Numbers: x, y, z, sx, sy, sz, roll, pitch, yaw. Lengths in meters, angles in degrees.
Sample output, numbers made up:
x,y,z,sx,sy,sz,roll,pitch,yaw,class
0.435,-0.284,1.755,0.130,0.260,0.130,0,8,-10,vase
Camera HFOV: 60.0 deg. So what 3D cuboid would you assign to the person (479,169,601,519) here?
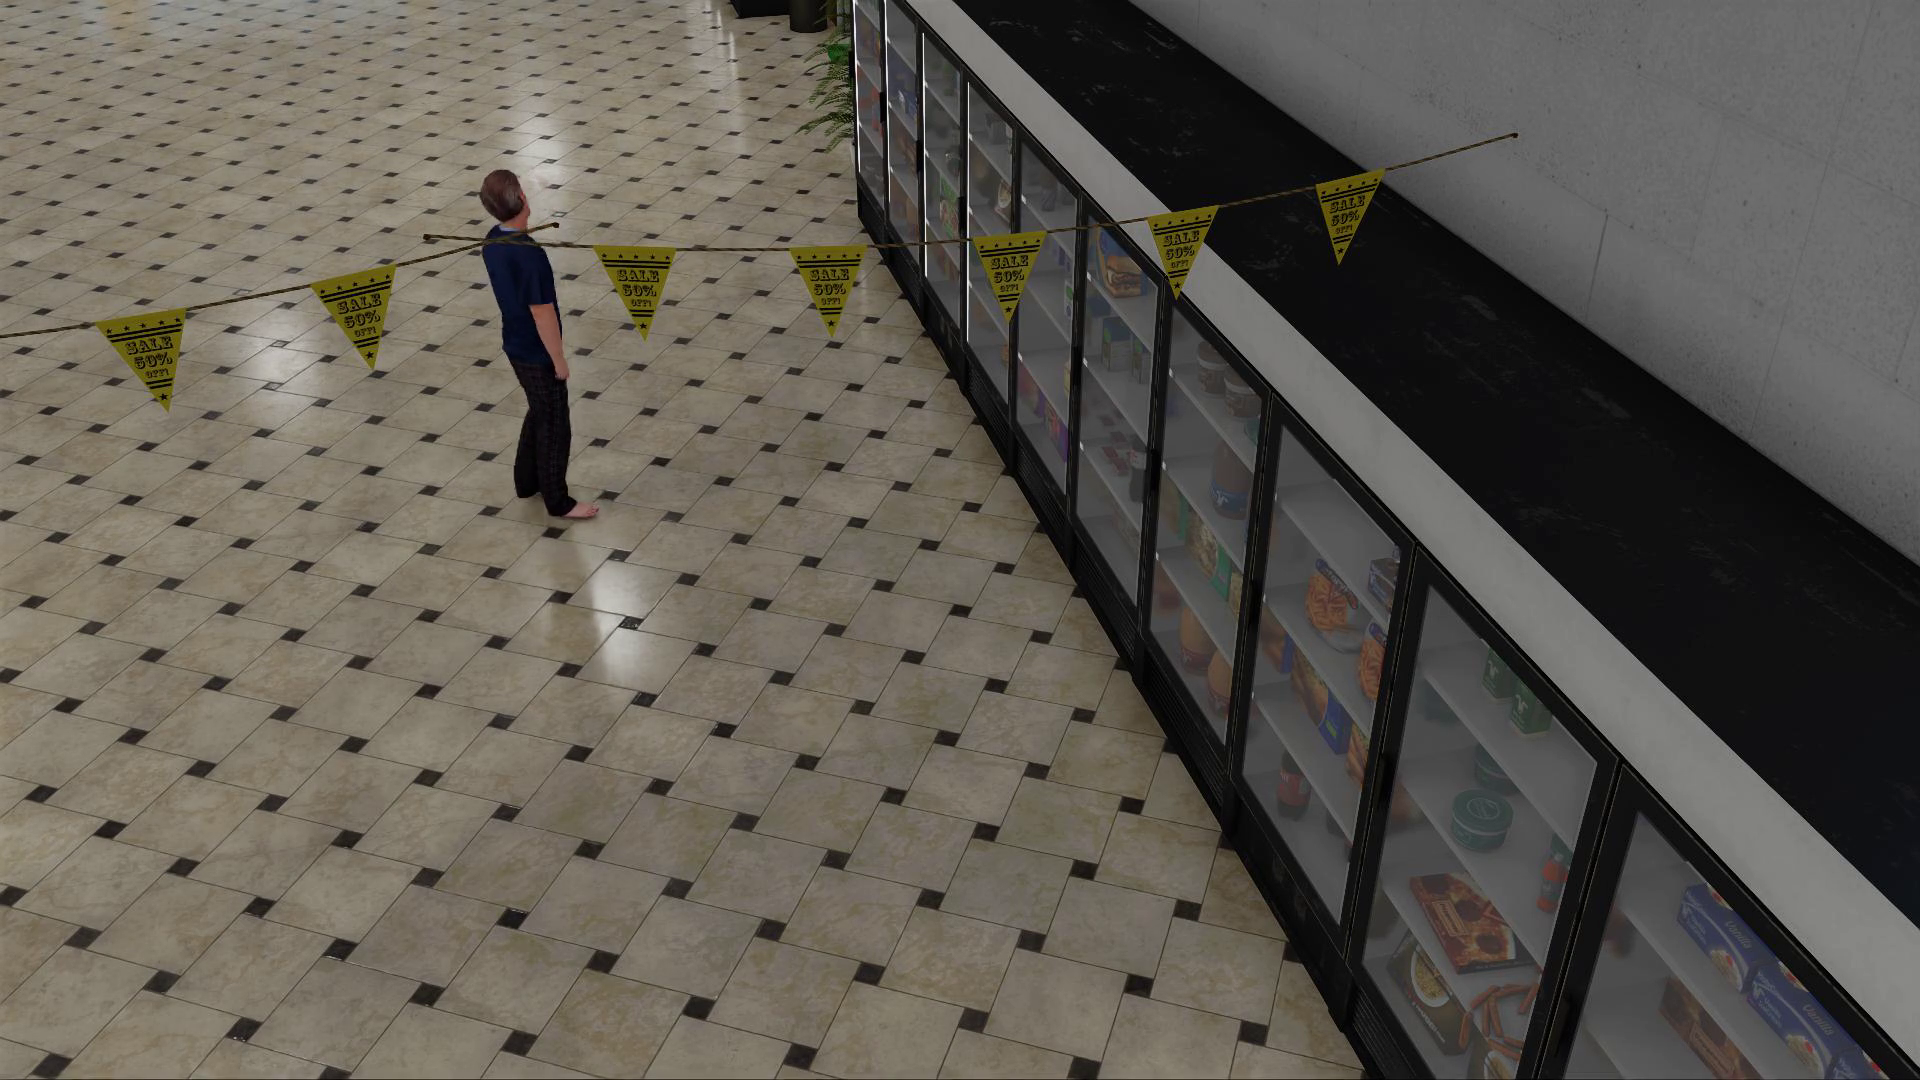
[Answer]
x,y,z,sx,sy,sz,roll,pitch,yaw,class
-2.133,-0.946,8.416,0.672,1.852,0.743,-7,33,-11,person
